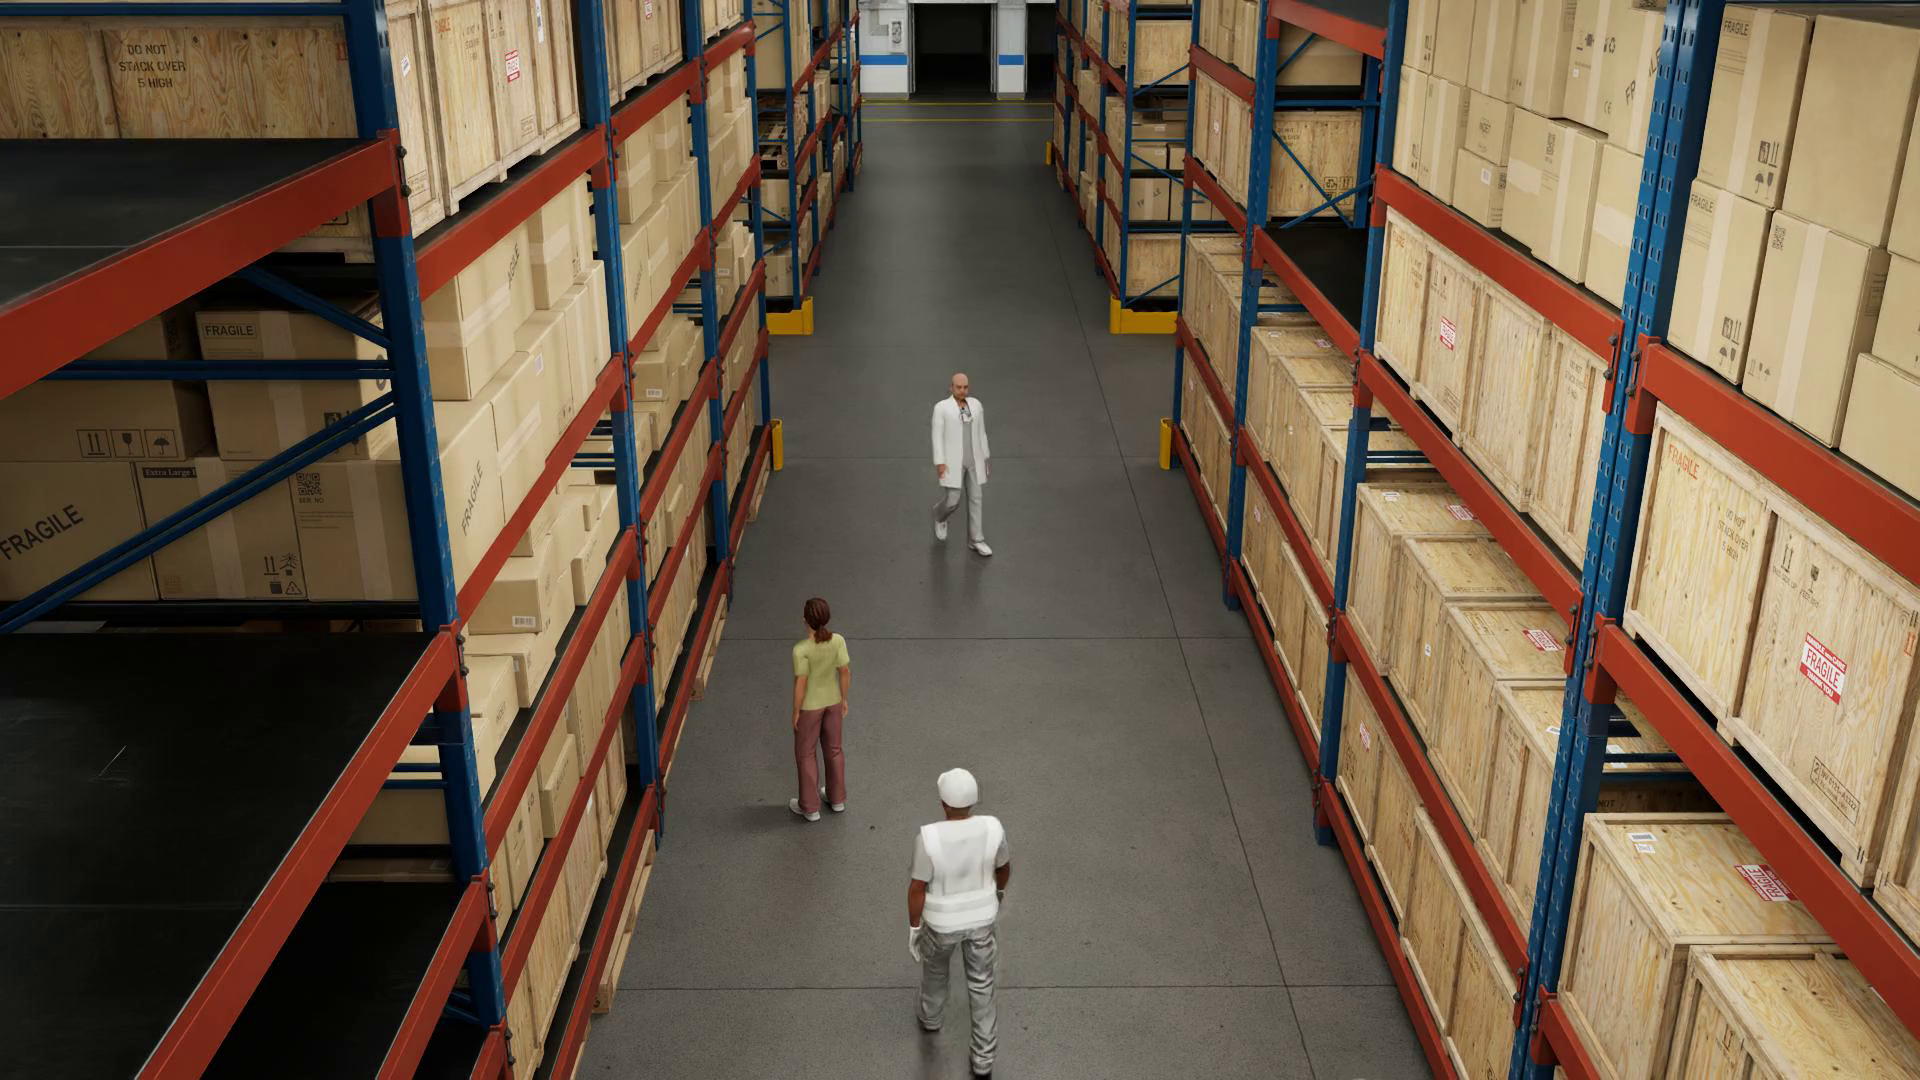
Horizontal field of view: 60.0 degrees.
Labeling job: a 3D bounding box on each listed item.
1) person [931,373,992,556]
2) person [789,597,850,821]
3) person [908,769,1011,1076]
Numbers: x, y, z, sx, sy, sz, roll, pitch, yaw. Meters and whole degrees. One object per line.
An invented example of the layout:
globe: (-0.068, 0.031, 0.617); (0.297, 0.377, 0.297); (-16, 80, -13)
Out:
person: (0.029, -0.766, 16.428); (0.609, 1.761, 0.812); (-10, 24, -23)
person: (-1.006, 1.169, 11.676); (0.430, 1.670, 0.397); (-14, 26, -32)
person: (-0.023, 2.044, 9.265); (0.625, 1.770, 0.779); (-5, 22, -11)
